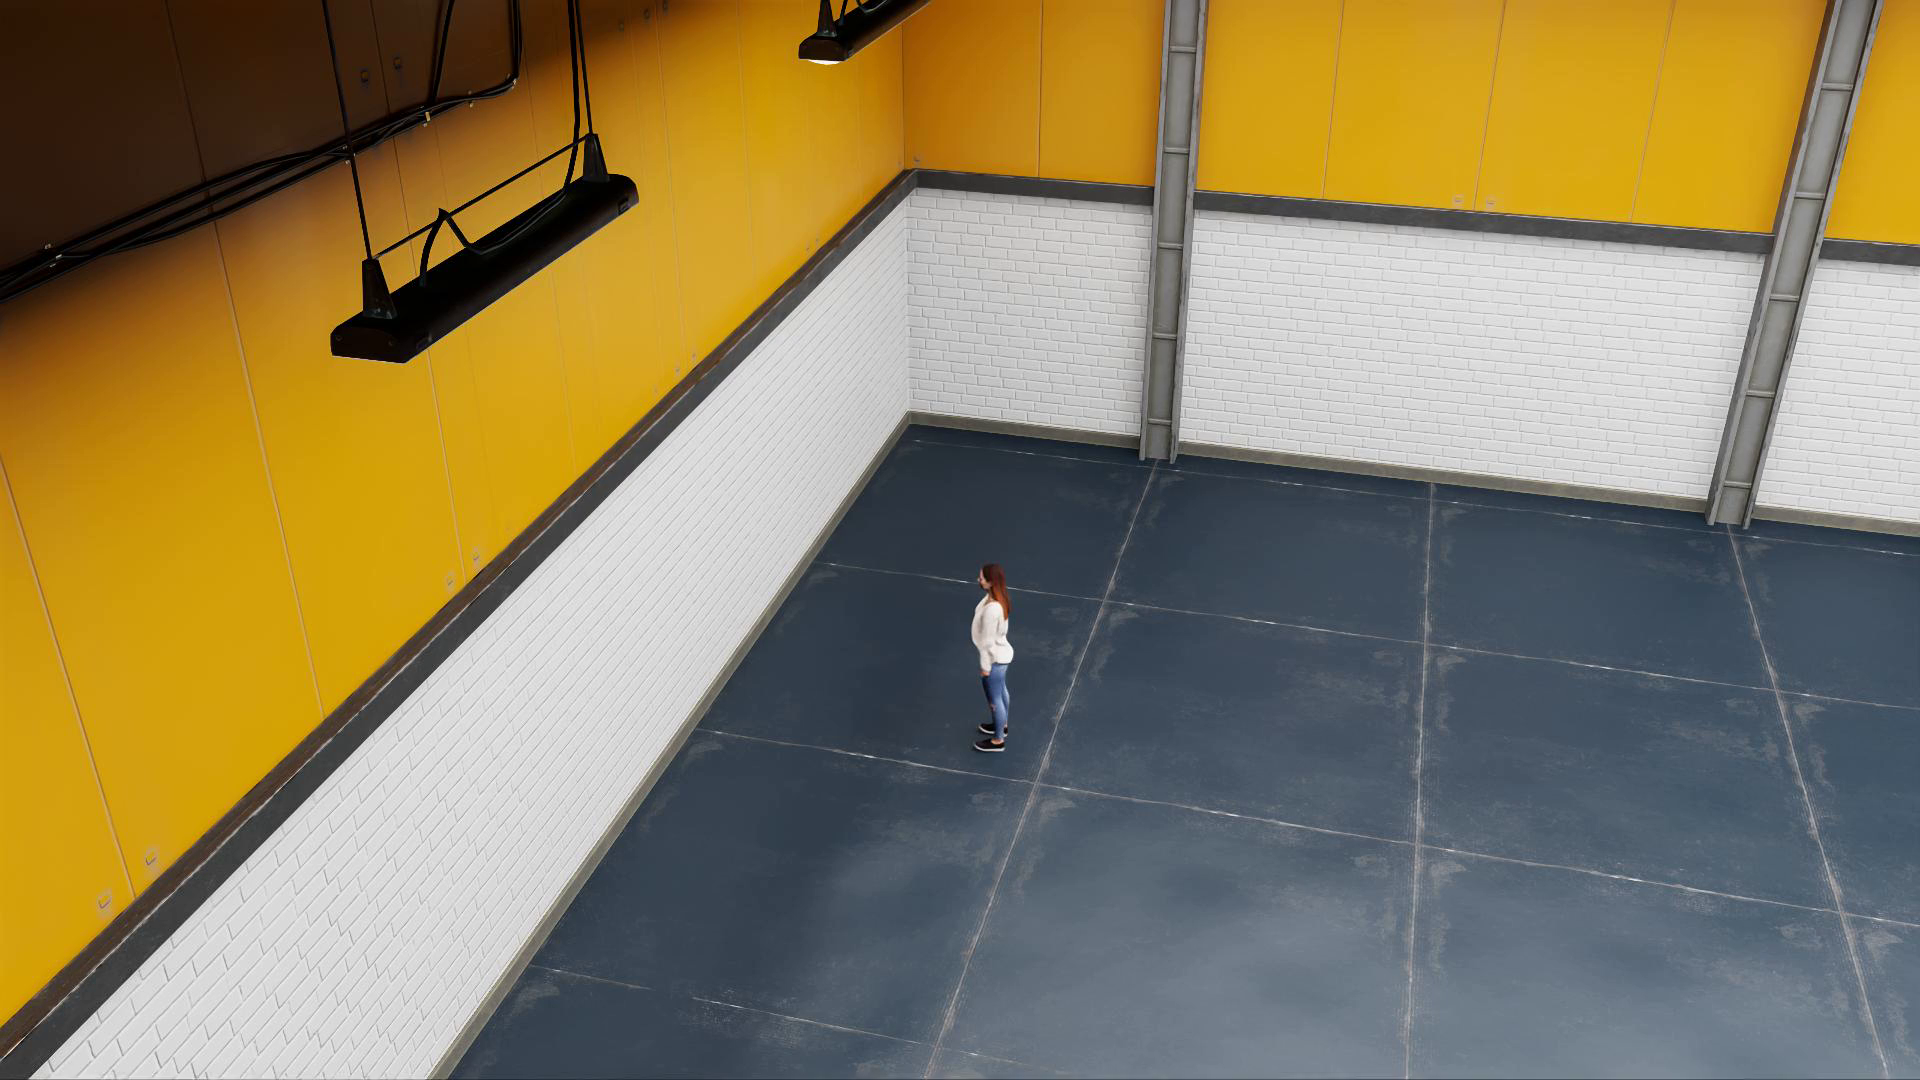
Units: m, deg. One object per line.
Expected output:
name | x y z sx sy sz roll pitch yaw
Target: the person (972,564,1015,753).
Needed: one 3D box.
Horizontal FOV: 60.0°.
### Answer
person | 0.281 0.945 13.564 0.575 1.693 0.640 4 29 8
